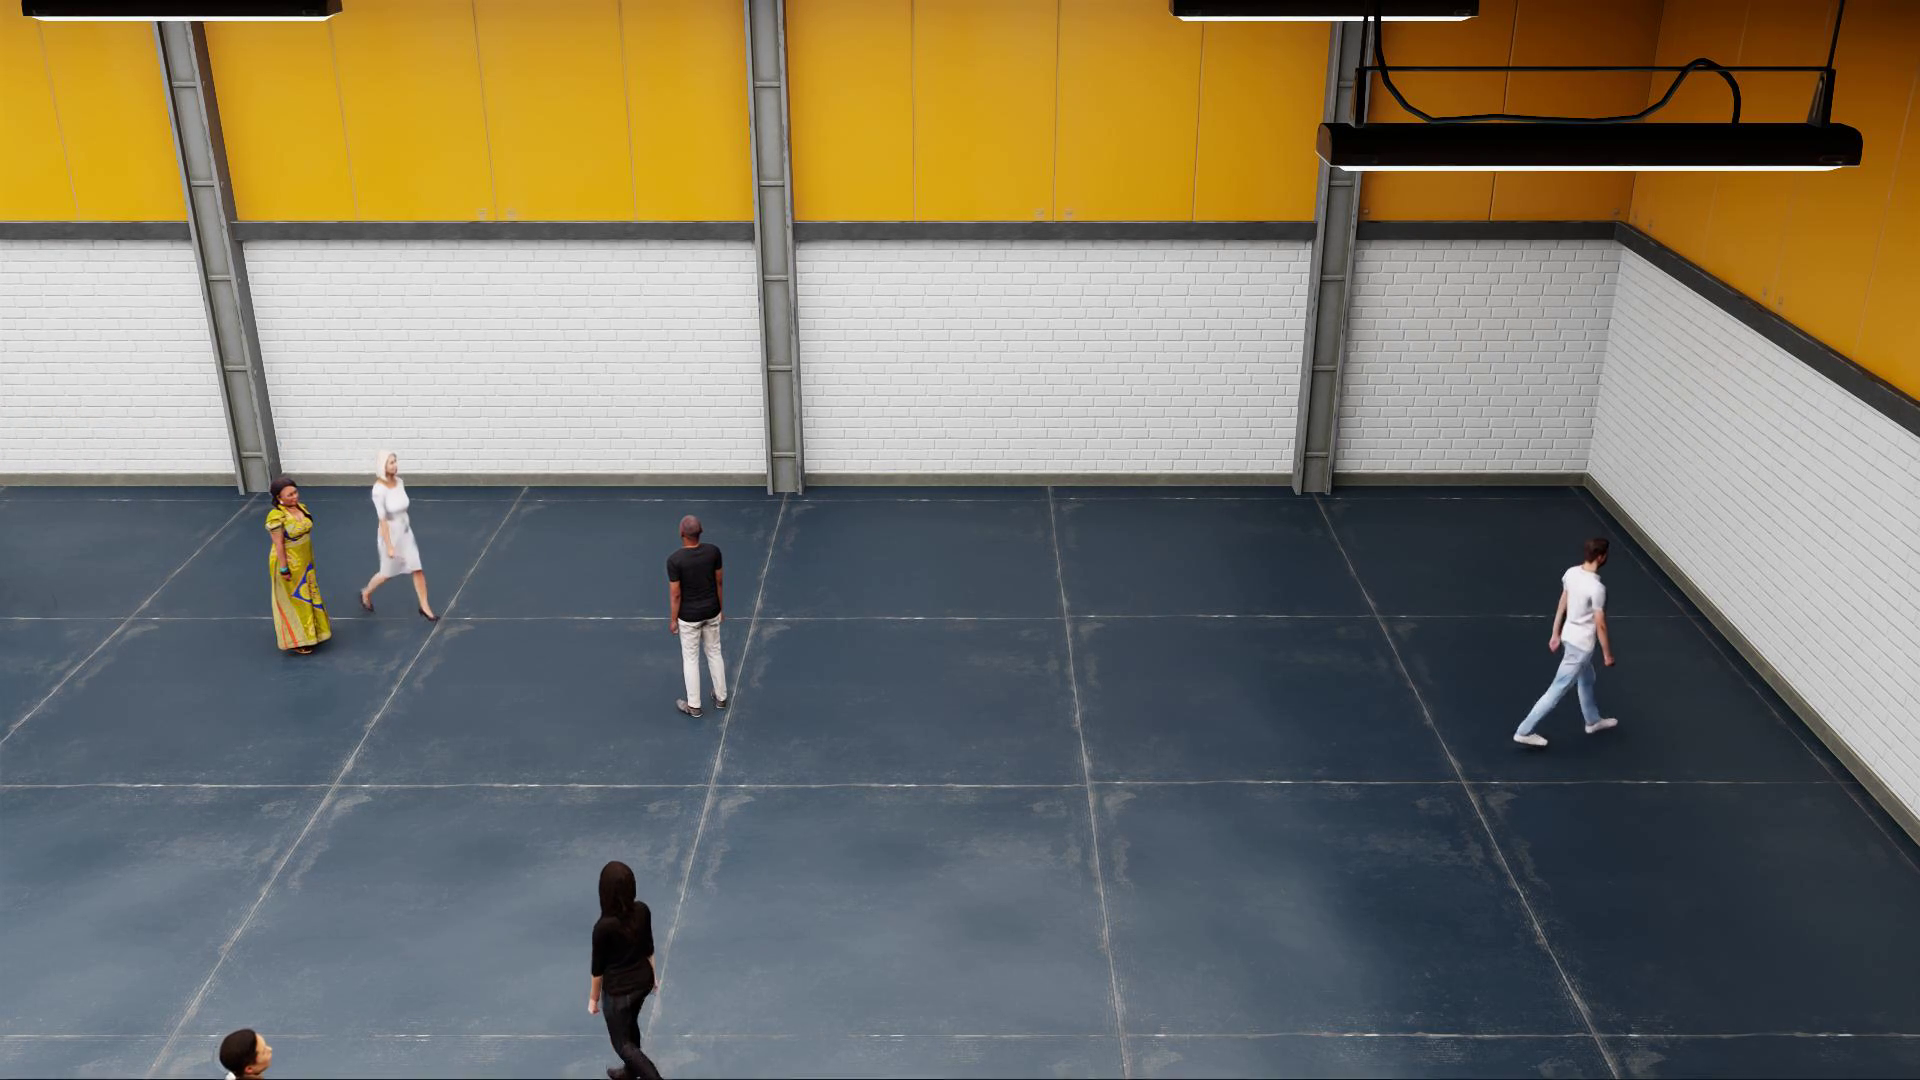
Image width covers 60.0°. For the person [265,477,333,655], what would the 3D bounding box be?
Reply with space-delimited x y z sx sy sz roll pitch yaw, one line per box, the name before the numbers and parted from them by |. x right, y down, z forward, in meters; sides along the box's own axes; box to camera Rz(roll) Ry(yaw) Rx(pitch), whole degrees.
person | -6.067 0.203 15.156 0.827 1.659 0.896 4 24 8

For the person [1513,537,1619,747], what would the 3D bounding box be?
person | 4.911 0.876 13.435 1.235 1.805 0.744 -3 24 -7

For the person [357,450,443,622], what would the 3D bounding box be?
person | -5.376 -0.019 15.588 1.136 1.720 0.799 8 25 17

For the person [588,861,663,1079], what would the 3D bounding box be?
person | -1.878 2.640 9.633 1.053 1.619 0.923 17 29 33

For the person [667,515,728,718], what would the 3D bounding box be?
person | -2.201 0.630 13.996 0.730 1.805 0.819 -16 28 -32
